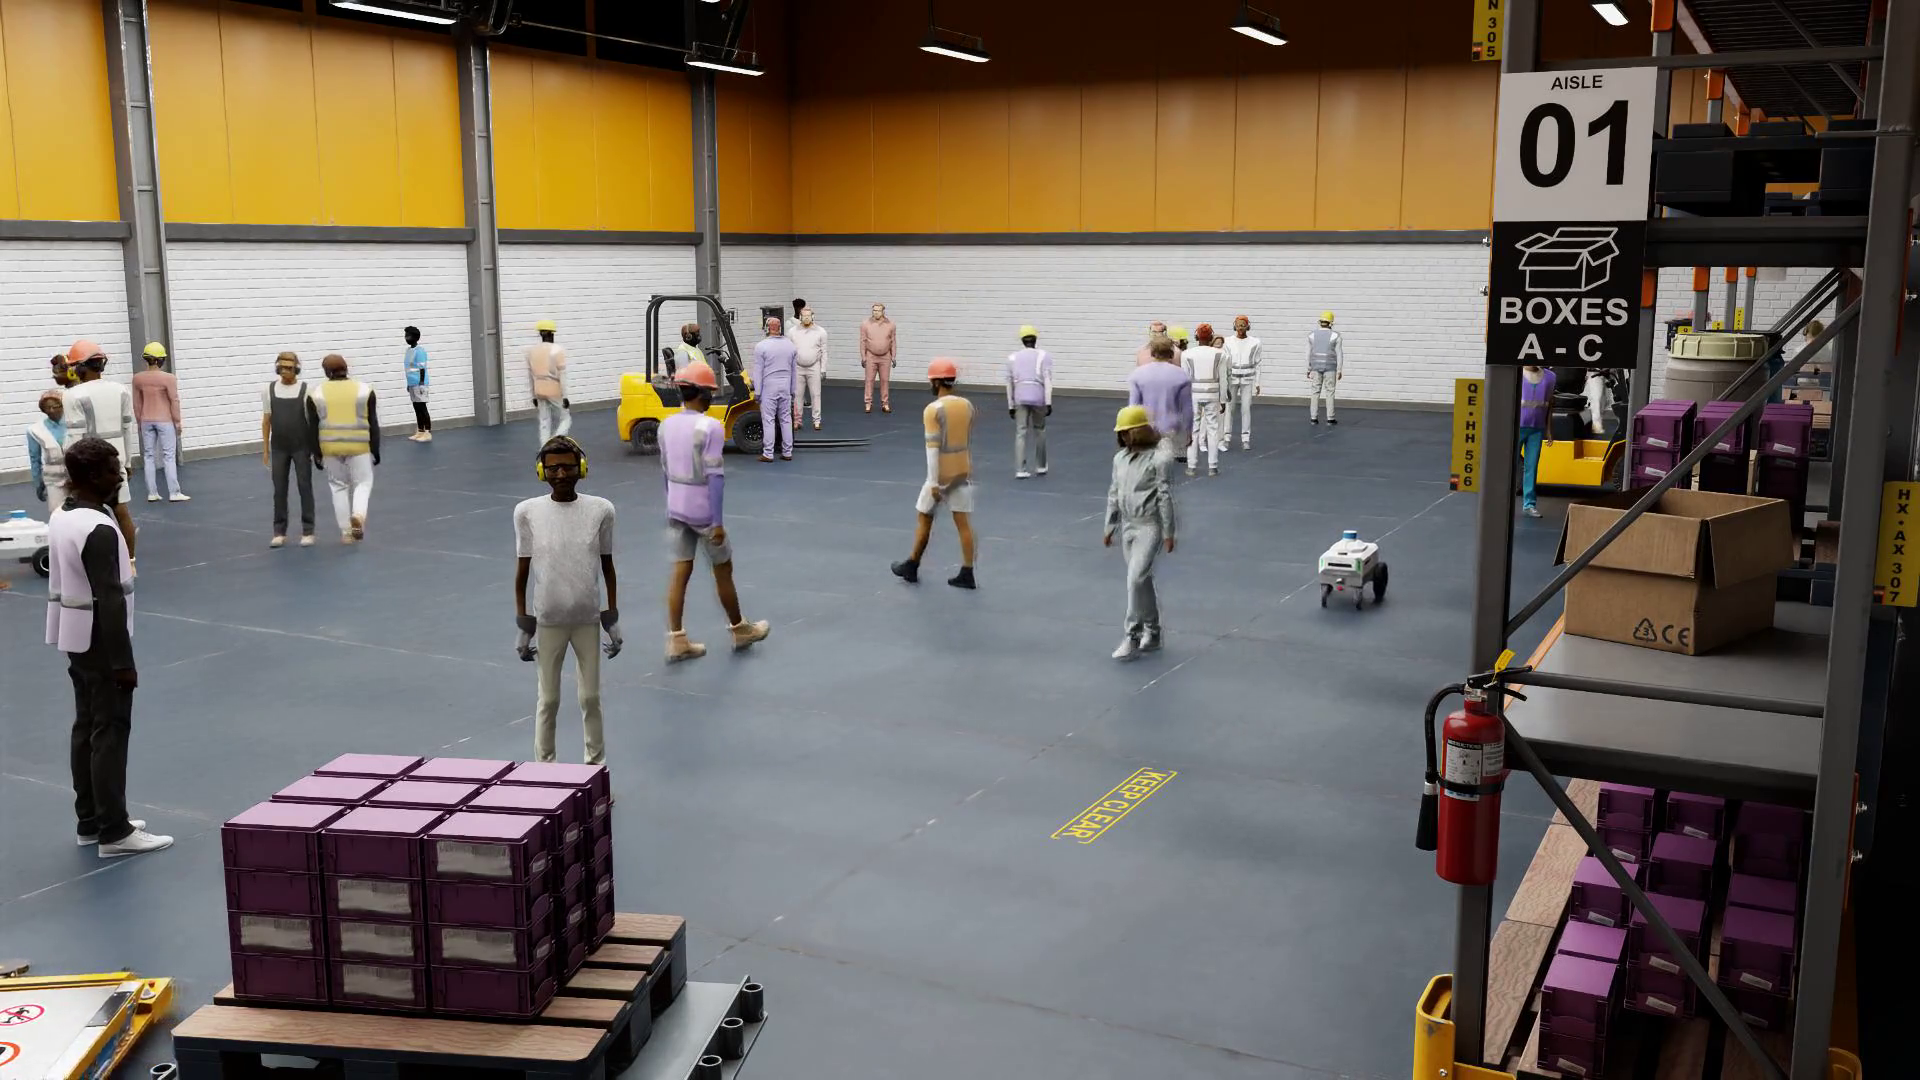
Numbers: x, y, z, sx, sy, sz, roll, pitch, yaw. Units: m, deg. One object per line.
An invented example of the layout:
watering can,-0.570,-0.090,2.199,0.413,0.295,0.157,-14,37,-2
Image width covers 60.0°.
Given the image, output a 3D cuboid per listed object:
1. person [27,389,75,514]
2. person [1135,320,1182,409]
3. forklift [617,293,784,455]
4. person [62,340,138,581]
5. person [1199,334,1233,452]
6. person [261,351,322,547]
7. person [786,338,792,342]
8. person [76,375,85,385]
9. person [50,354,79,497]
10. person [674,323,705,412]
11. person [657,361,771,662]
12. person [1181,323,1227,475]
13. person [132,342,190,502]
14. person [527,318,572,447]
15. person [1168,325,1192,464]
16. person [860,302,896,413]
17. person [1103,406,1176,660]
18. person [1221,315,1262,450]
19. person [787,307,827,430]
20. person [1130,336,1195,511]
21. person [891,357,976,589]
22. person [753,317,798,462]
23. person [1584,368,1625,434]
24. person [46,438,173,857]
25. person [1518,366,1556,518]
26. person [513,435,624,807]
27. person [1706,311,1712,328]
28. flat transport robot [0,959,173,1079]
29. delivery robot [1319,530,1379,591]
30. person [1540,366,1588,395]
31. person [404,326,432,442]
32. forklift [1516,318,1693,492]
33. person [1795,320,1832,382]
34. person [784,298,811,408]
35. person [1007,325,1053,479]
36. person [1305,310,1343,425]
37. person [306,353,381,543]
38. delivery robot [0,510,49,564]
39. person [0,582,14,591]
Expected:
person,-7.590,-0.497,14.171,0.562,1.614,0.686,-5,11,-25
person,2.441,-1.781,20.766,0.641,1.912,0.410,6,12,32
forklift,-3.588,-2.317,23.042,2.313,2.155,1.214,-1,10,-5
person,-7.118,-0.631,13.737,0.381,2.039,0.606,4,11,23
person,3.518,-2.026,22.995,0.507,1.629,0.316,-3,10,-16
person,-6.262,-0.852,15.583,0.534,1.842,0.352,-2,10,-9
person,-2.793,-2.527,25.503,0.532,1.767,0.325,-9,13,-41
person,-8.215,-0.751,15.619,0.343,1.627,0.521,-7,12,-35
person,-7.947,-0.748,14.959,0.492,1.845,0.571,-6,12,-32
person,-3.436,-1.863,21.429,0.429,1.847,0.627,1,10,7
person,-1.714,-0.205,11.329,0.637,2.012,0.841,7,12,36
person,3.005,-1.729,20.545,0.575,1.883,0.355,1,10,6
person,-8.841,-1.294,18.359,0.525,1.769,0.327,1,10,8
person,-5.267,-1.895,21.391,0.623,1.913,0.447,4,11,22
person,2.762,-1.888,21.664,0.630,1.815,0.598,1,10,8
person,-1.401,-3.131,28.606,0.638,1.904,0.402,-2,10,-12
person,1.149,-0.048,11.284,0.732,1.710,0.499,-8,13,-38
person,3.915,-2.197,23.250,0.574,1.883,0.361,2,10,10
person,-2.379,-2.651,25.800,0.641,1.913,0.407,0,10,2
person,2.070,-1.117,16.950,0.647,1.892,0.968,3,10,15
person,-0.181,-0.559,13.741,0.555,1.897,0.851,-9,13,-41
person,-2.451,-1.976,21.931,0.644,1.903,0.401,-8,13,-39
person,9.784,-2.530,25.375,0.627,1.818,0.668,0,10,1
person,-3.938,0.490,7.596,0.599,1.916,0.377,10,14,44
person,5.878,-1.147,17.272,0.563,1.848,0.391,-1,10,-5
person,-1.928,0.411,8.193,0.528,1.871,0.323,-3,10,-18
person,11.232,-2.586,25.466,0.958,1.902,0.556,-6,11,-30
flat transport robot,-3.096,1.706,5.318,0.652,0.197,1.431,-1,10,-8
delivery robot,3.072,0.169,13.123,0.477,0.478,0.707,5,11,25
person,8.289,-2.225,22.954,0.686,2.000,0.535,-1,10,-5
person,-7.922,-2.274,24.264,0.320,1.694,0.537,-8,12,-38
forklift,7.066,-1.601,18.899,2.313,2.155,1.214,5,11,27
person,10.747,-1.811,20.969,0.651,1.896,0.515,-4,11,-22
person,-2.854,-3.288,29.380,0.392,1.953,0.610,6,11,29
person,0.871,-1.698,20.457,0.624,1.847,0.952,3,10,16
person,5.826,-2.747,26.580,0.600,1.830,0.403,5,11,28
person,-5.763,-0.841,15.597,0.631,1.816,0.599,-3,10,-16
delivery robot,-7.988,-0.009,14.150,0.707,0.478,0.477,-4,11,-20
person,-8.193,-0.469,13.200,0.956,1.906,0.642,-4,10,-21
